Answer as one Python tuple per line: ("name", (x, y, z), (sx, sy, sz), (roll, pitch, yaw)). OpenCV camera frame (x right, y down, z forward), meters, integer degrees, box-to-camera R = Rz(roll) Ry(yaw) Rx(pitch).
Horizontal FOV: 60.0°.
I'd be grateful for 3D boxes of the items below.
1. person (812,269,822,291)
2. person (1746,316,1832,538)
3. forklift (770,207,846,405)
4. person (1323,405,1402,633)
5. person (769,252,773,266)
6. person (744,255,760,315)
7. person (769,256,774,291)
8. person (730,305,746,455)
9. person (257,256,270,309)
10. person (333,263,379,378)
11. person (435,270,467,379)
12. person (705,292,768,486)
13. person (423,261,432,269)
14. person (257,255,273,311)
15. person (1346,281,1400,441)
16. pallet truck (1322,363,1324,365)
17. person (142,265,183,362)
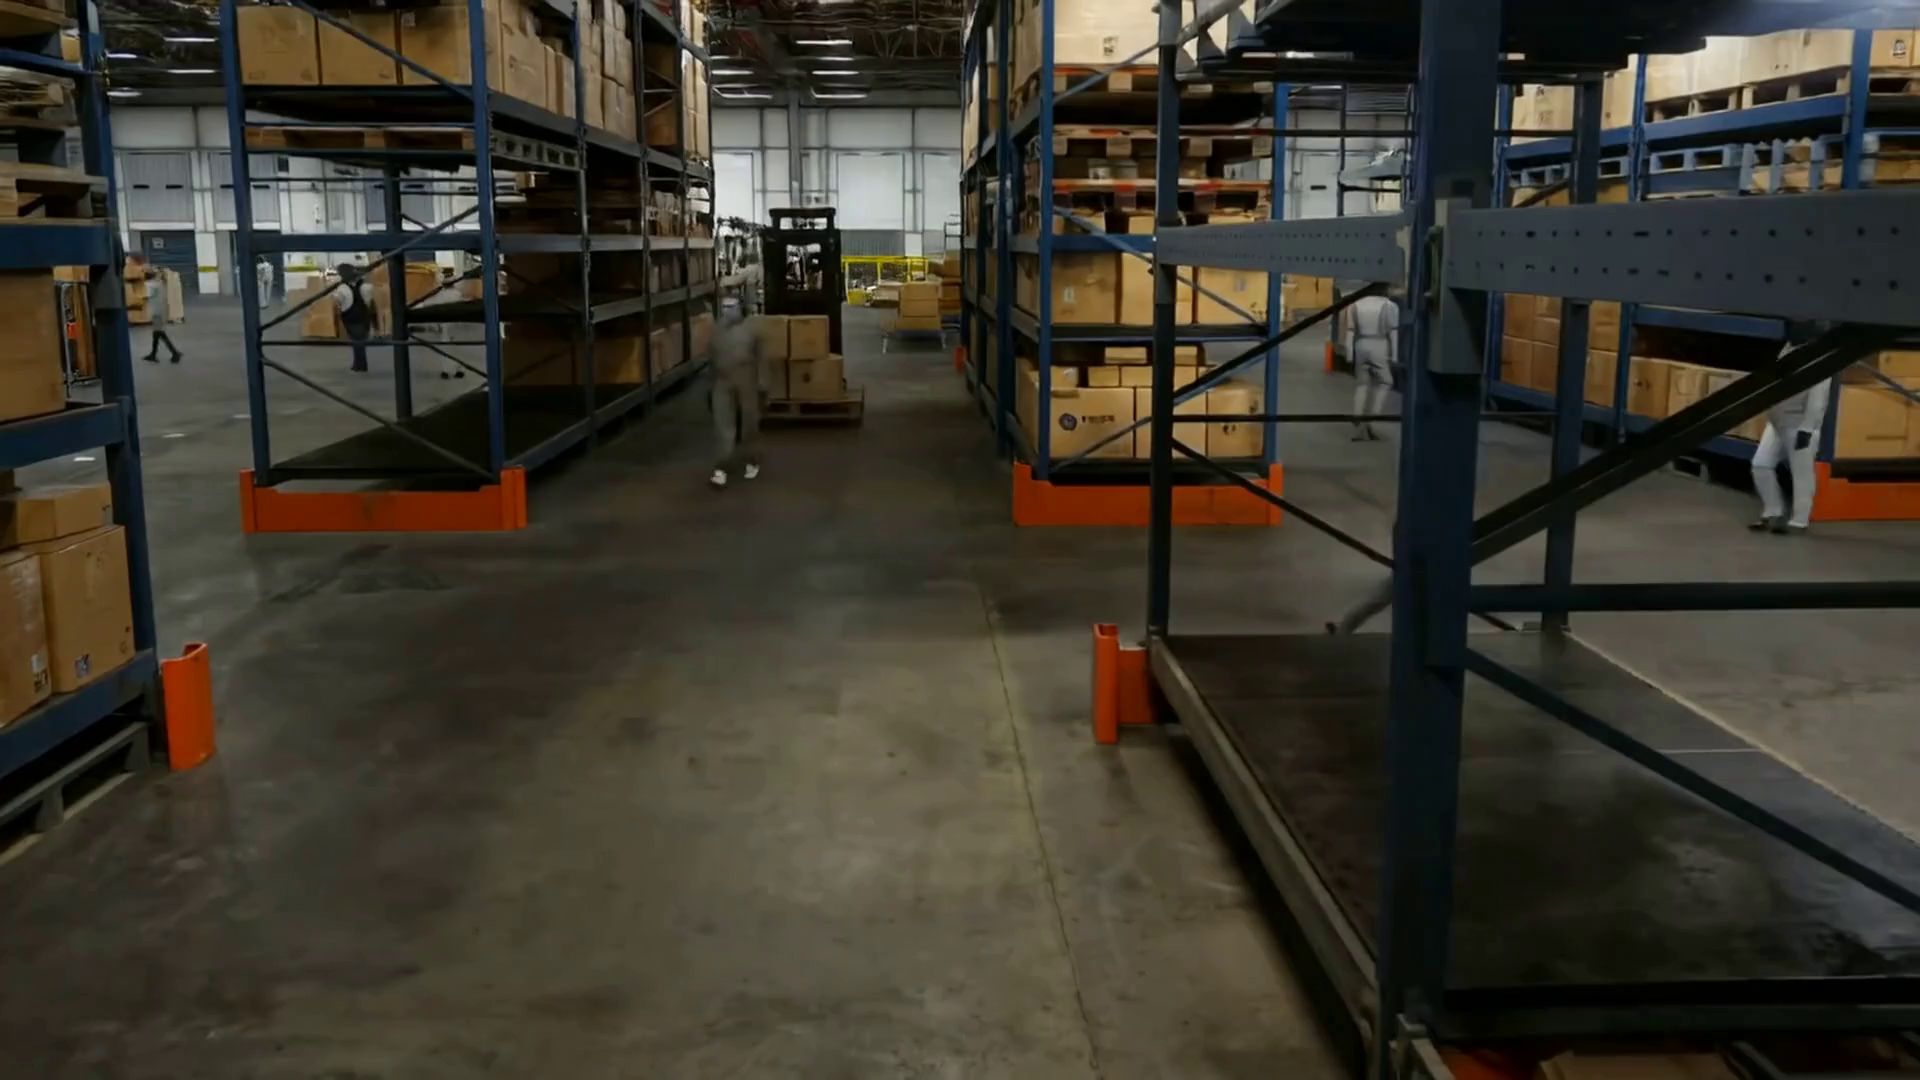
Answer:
("person", (-3.762, -6.809, 45.759), (0.615, 1.912, 0.997), (0, 10, -1))
("person", (6.523, -0.915, 13.140), (0.580, 1.827, 0.653), (-1, 10, -3))
("forklift", (-2.250, -3.400, 24.062), (1.129, 2.768, 1.873), (0, 10, -2))
("person", (2.414, -0.068, 9.053), (0.750, 1.605, 0.498), (5, 11, 25))
("person", (-7.721, -10.734, 67.542), (0.359, 1.939, 0.542), (-1, 10, -3))
("person", (-6.684, -8.171, 53.315), (0.636, 1.921, 0.792), (-4, 11, -22))
("person", (-5.896, -8.118, 53.074), (0.594, 1.896, 0.734), (-8, 13, -38))
("person", (-2.448, -1.792, 18.396), (0.539, 1.698, 0.317), (-6, 12, -30))
("person", (-24.550, -9.004, 58.231), (0.783, 1.815, 0.661), (1, 10, 6))
("person", (-10.449, -3.817, 28.726), (1.044, 2.000, 0.715), (10, 14, 44))
("person", (-8.722, -3.686, 28.484), (0.535, 1.864, 0.309), (-7, 13, -36))
("person", (-2.180, -1.477, 16.204), (0.666, 1.853, 0.991), (2, 10, 10))
("person", (-16.938, -8.030, 53.038), (0.377, 1.726, 0.505), (7, 12, 34))
("person", (-23.918, -8.803, 56.997), (0.623, 1.894, 1.002), (-9, 14, -42))
("person", (4.852, -2.163, 19.538), (0.651, 2.026, 0.435), (8, 13, 37))
("pallet truck", (7.712, -4.157, 30.737), (1.885, 1.965, 0.823), (3, 11, 16))
("person", (-15.614, -4.417, 32.461), (0.932, 1.907, 0.553), (2, 10, 12))
